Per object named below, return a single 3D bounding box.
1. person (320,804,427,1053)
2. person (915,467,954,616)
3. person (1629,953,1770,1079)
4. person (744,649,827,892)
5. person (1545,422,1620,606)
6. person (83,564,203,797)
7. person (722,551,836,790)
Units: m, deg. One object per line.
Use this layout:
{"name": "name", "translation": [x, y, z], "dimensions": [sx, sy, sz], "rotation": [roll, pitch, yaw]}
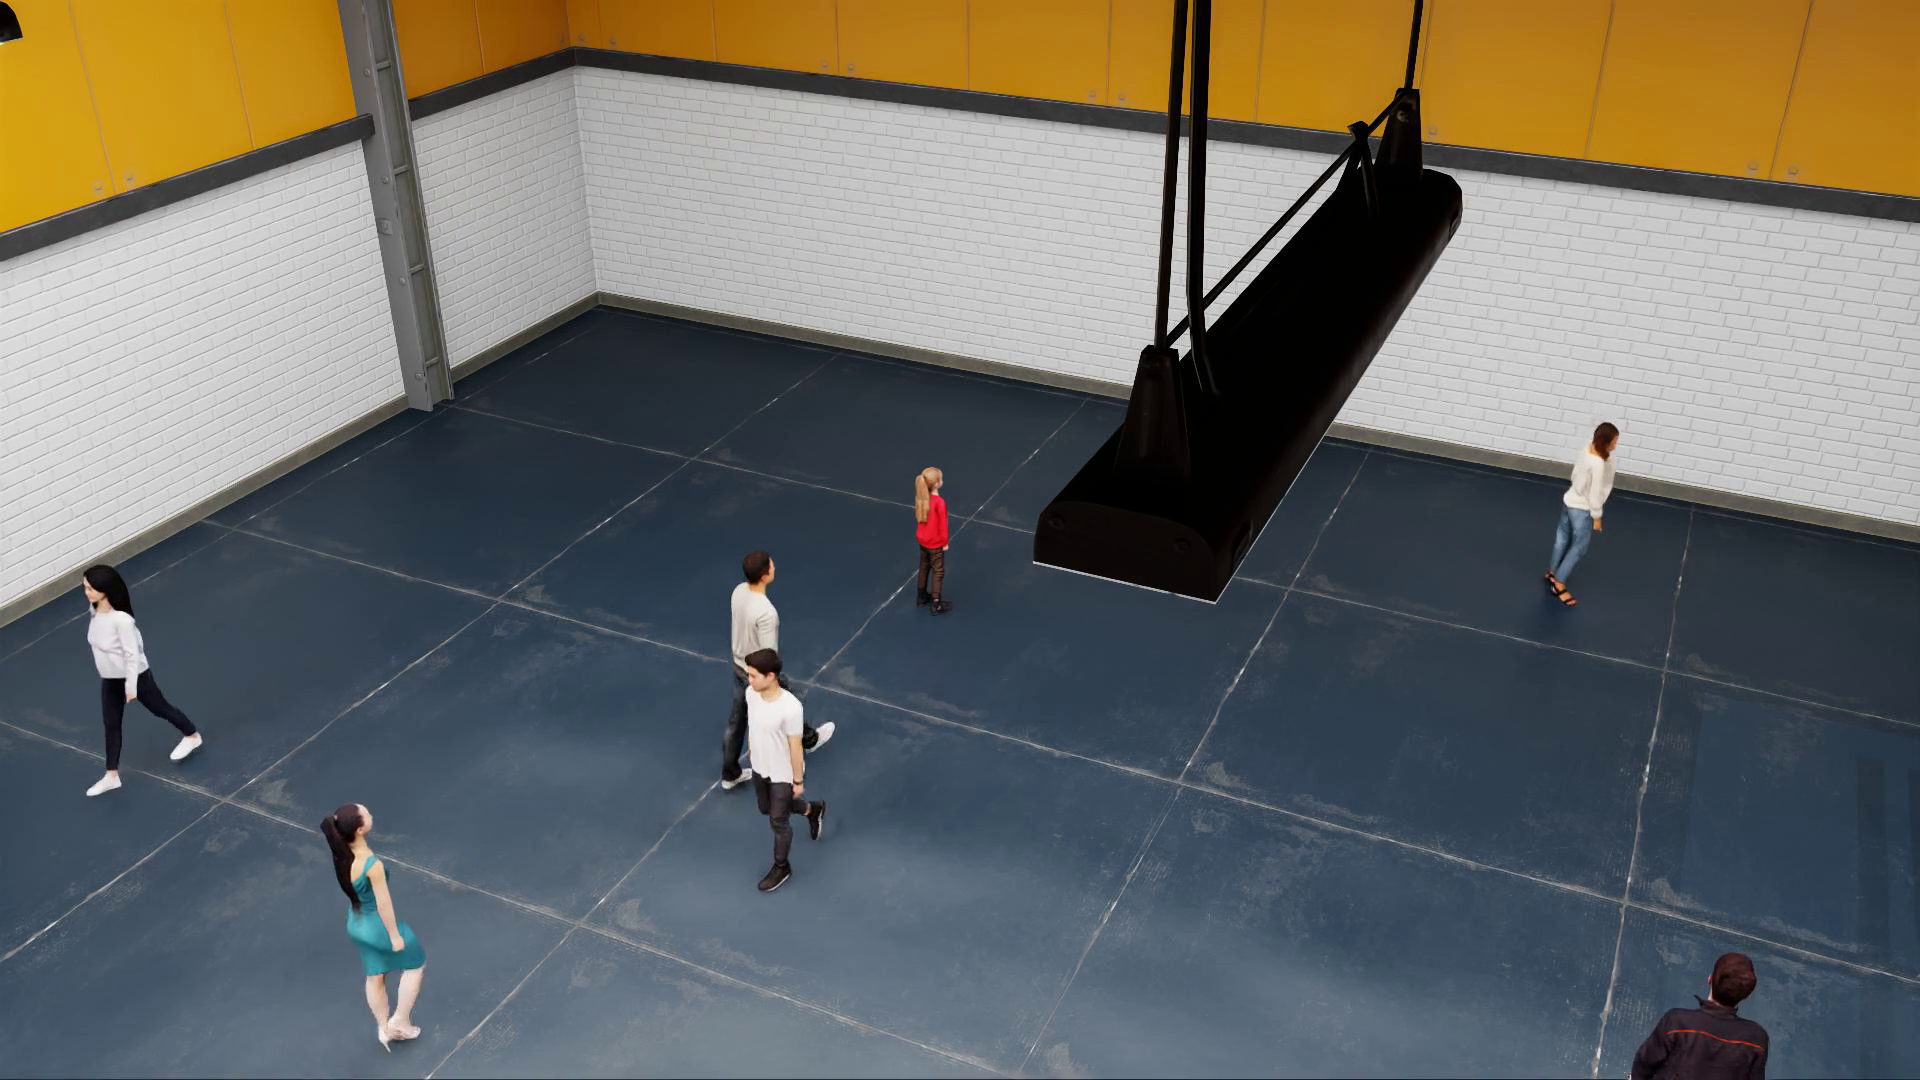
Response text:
{"name": "person", "translation": [-3.271, 2.183, 9.147], "dimensions": [0.609, 1.677, 0.605], "rotation": [18, 33, 30]}
{"name": "person", "translation": [-0.228, -0.005, 13.570], "dimensions": [0.595, 1.282, 0.561], "rotation": [-20, 34, -32]}
{"name": "person", "translation": [3.403, 2.818, 7.787], "dimensions": [0.957, 1.863, 1.305], "rotation": [3, 29, 6]}
{"name": "person", "translation": [-1.103, 1.395, 10.567], "dimensions": [0.807, 1.701, 0.999], "rotation": [22, 36, 35]}
{"name": "person", "translation": [5.084, -0.293, 13.714], "dimensions": [0.857, 1.649, 0.626], "rotation": [-2, 29, -4]}
{"name": "person", "translation": [-5.672, 0.906, 11.511], "dimensions": [0.710, 1.655, 1.107], "rotation": [17, 33, 28]}
{"name": "person", "translation": [-1.468, 0.921, 11.365], "dimensions": [1.237, 1.767, 0.938], "rotation": [-24, 37, -37]}
